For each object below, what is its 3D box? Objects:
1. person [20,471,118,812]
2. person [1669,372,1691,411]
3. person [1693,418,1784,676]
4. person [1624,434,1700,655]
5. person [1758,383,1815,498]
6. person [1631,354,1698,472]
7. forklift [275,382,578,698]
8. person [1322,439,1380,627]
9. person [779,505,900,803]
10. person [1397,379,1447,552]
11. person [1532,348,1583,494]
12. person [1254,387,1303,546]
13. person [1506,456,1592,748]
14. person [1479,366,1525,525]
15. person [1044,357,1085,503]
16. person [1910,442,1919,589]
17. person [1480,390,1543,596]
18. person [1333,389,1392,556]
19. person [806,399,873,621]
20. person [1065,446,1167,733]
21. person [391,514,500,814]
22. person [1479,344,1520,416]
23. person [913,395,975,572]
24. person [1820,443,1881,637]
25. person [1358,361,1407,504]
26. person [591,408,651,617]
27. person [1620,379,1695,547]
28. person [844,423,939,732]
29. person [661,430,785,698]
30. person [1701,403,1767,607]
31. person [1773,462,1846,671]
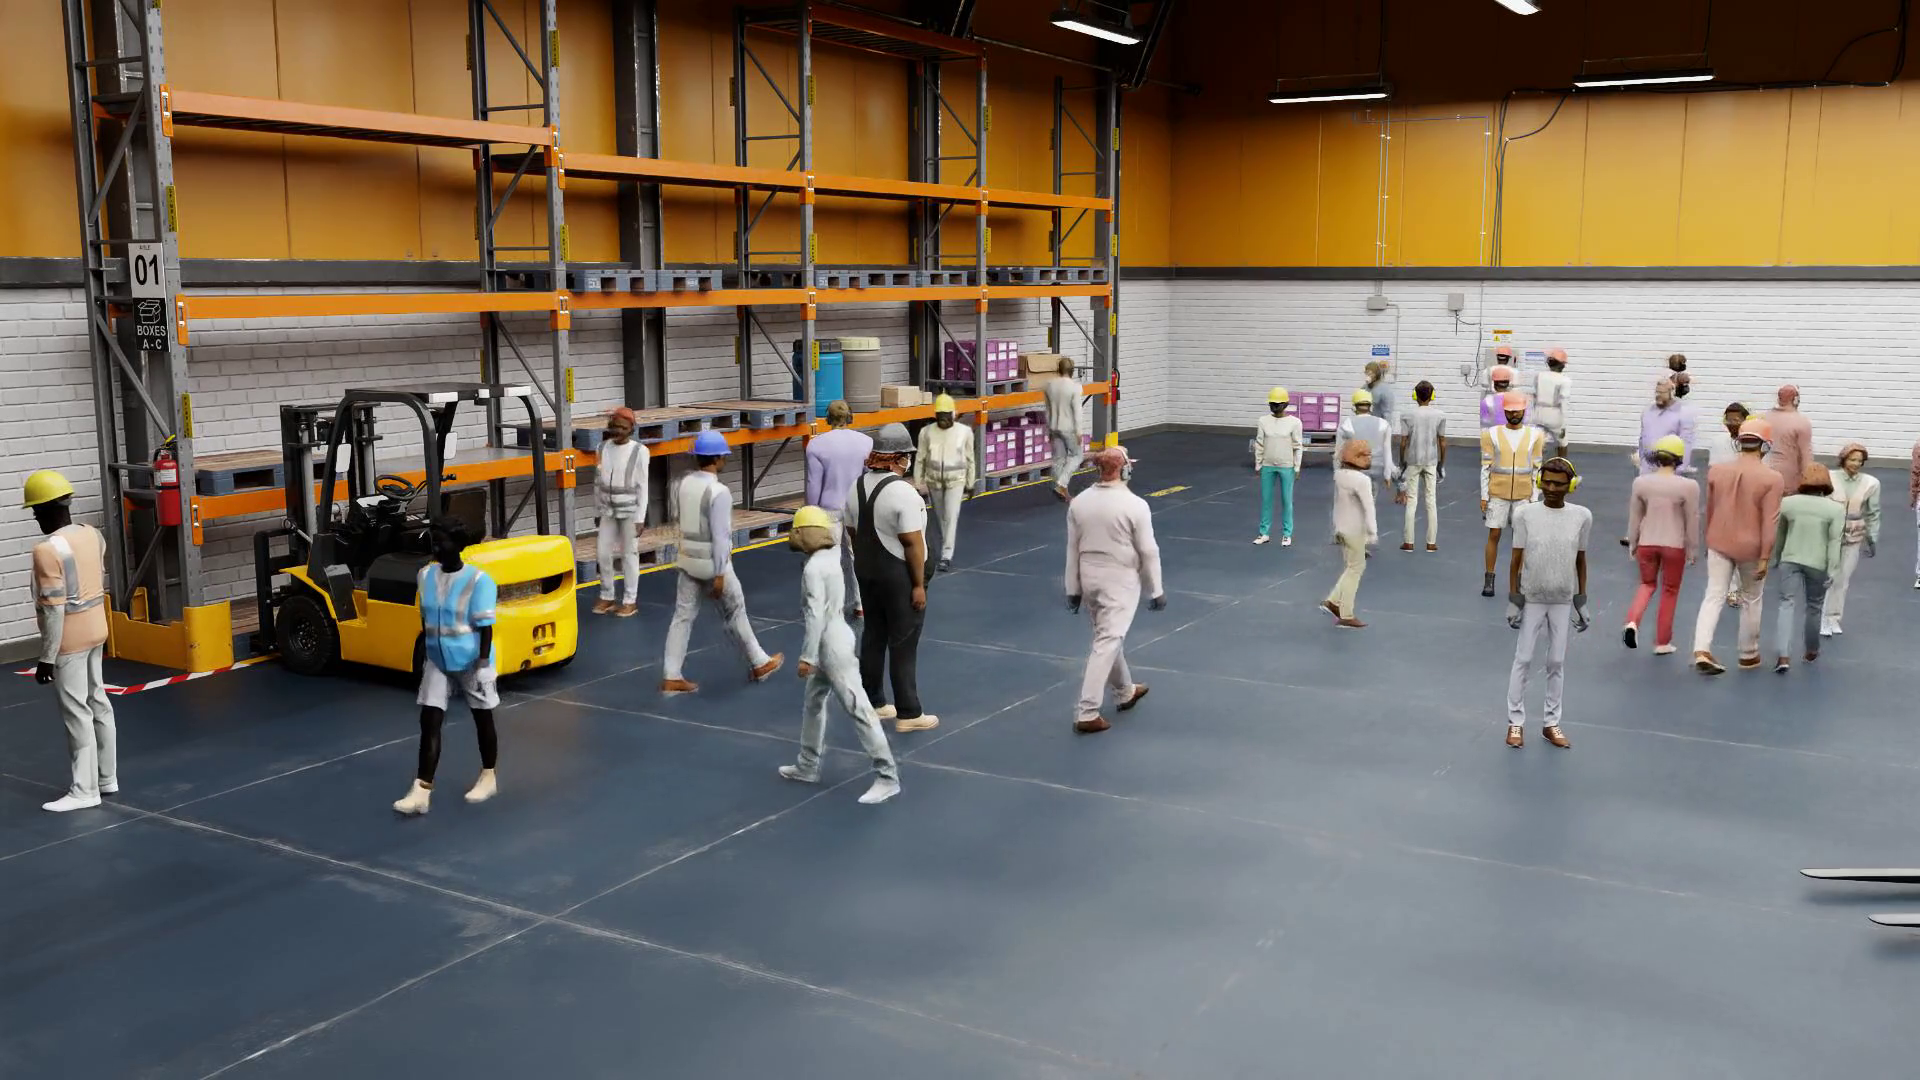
[{"bbox_3d":[-5.007,0.565,9.337,0.380,1.917,0.585,0,9,-1],"label":"person"},{"bbox_3d":[8.600,-1.111,20.088,0.626,1.836,0.432,-8,12,-39],"label":"person"},{"bbox_3d":[5.786,0.063,12.446,0.934,1.950,0.616,-8,12,-42],"label":"person"},{"bbox_3d":[5.520,0.048,13.094,0.438,1.755,0.530,-9,12,-43],"label":"person"},{"bbox_3d":[8.444,-0.657,17.025,0.587,1.896,0.668,-4,10,-22],"label":"person"},{"bbox_3d":[10.715,-1.922,25.203,0.887,1.816,0.619,4,10,24],"label":"person"},{"bbox_3d":[-3.974,-0.067,12.417,2.313,2.155,1.214,5,11,30],"label":"forklift"},{"bbox_3d":[3.361,-0.049,14.097,0.333,1.618,0.505,-1,9,-8],"label":"person"},{"bbox_3d":[-0.701,0.646,9.608,0.800,1.672,0.543,1,9,5],"label":"person"},{"bbox_3d":[4.994,-0.798,17.986,0.510,1.872,0.328,1,9,8],"label":"person"},{"bbox_3d":[8.145,-1.624,22.786,1.071,1.982,0.630,-7,12,-39],"label":"person"},{"bbox_3d":[3.511,-0.808,18.384,0.528,1.765,0.328,5,10,29],"label":"person"},{"bbox_3d":[3.736,0.398,10.556,0.520,1.862,0.333,1,9,5],"label":"person"},{"bbox_3d":[6.493,-1.125,19.913,0.549,1.915,0.846,1,9,5],"label":"person"},{"bbox_3d":[1.382,-1.436,21.796,0.430,1.923,0.651,-9,13,-44],"label":"person"},{"bbox_3d":[9.484,-0.419,16.098,0.529,1.723,0.904,7,11,36],"label":"person"},{"bbox_3d":[5.121,-0.428,15.472,0.545,1.938,0.361,2,9,11],"label":"person"},{"bbox_3d":[4.327,-0.730,17.882,0.597,1.774,0.964,0,9,-1],"label":"person"},{"bbox_3d":[-1.023,-0.249,14.355,0.635,1.935,0.351,-4,10,-22],"label":"person"},{"bbox_3d":[1.057,0.310,11.080,0.996,1.861,0.638,-9,13,-44],"label":"person"},{"bbox_3d":[-2.858,0.702,9.220,0.553,1.663,0.769,3,10,20],"label":"person"},{"bbox_3d":[8.327,-2.057,25.669,0.593,1.929,0.384,4,10,25],"label":"person"},{"bbox_3d":[-0.165,-0.607,17.081,0.612,1.784,0.947,2,9,10],"label":"person"},{"bbox_3d":[7.294,0.009,13.710,0.526,1.613,0.629,2,9,13],"label":"person"},{"bbox_3d":[5.403,-1.358,21.411,0.932,1.905,0.641,-5,10,-27],"label":"person"},{"bbox_3d":[-2.941,-0.231,14.506,0.615,1.853,0.440,4,10,23],"label":"person"},{"bbox_3d":[7.700,-0.835,18.260,0.989,1.851,0.668,-7,11,-36],"label":"person"},{"bbox_3d":[-0.417,0.233,11.020,0.537,2.000,0.680,-8,12,-41],"label":"person"},{"bbox_3d":[-1.759,0.154,11.966,0.609,1.887,1.027,9,13,43],"label":"person"},{"bbox_3d":[7.014,-0.320,15.090,0.522,1.838,0.768,9,13,43],"label":"person"},{"bbox_3d":[6.426,0.200,12.662,0.509,1.586,0.883,7,11,37],"label":"person"}]
